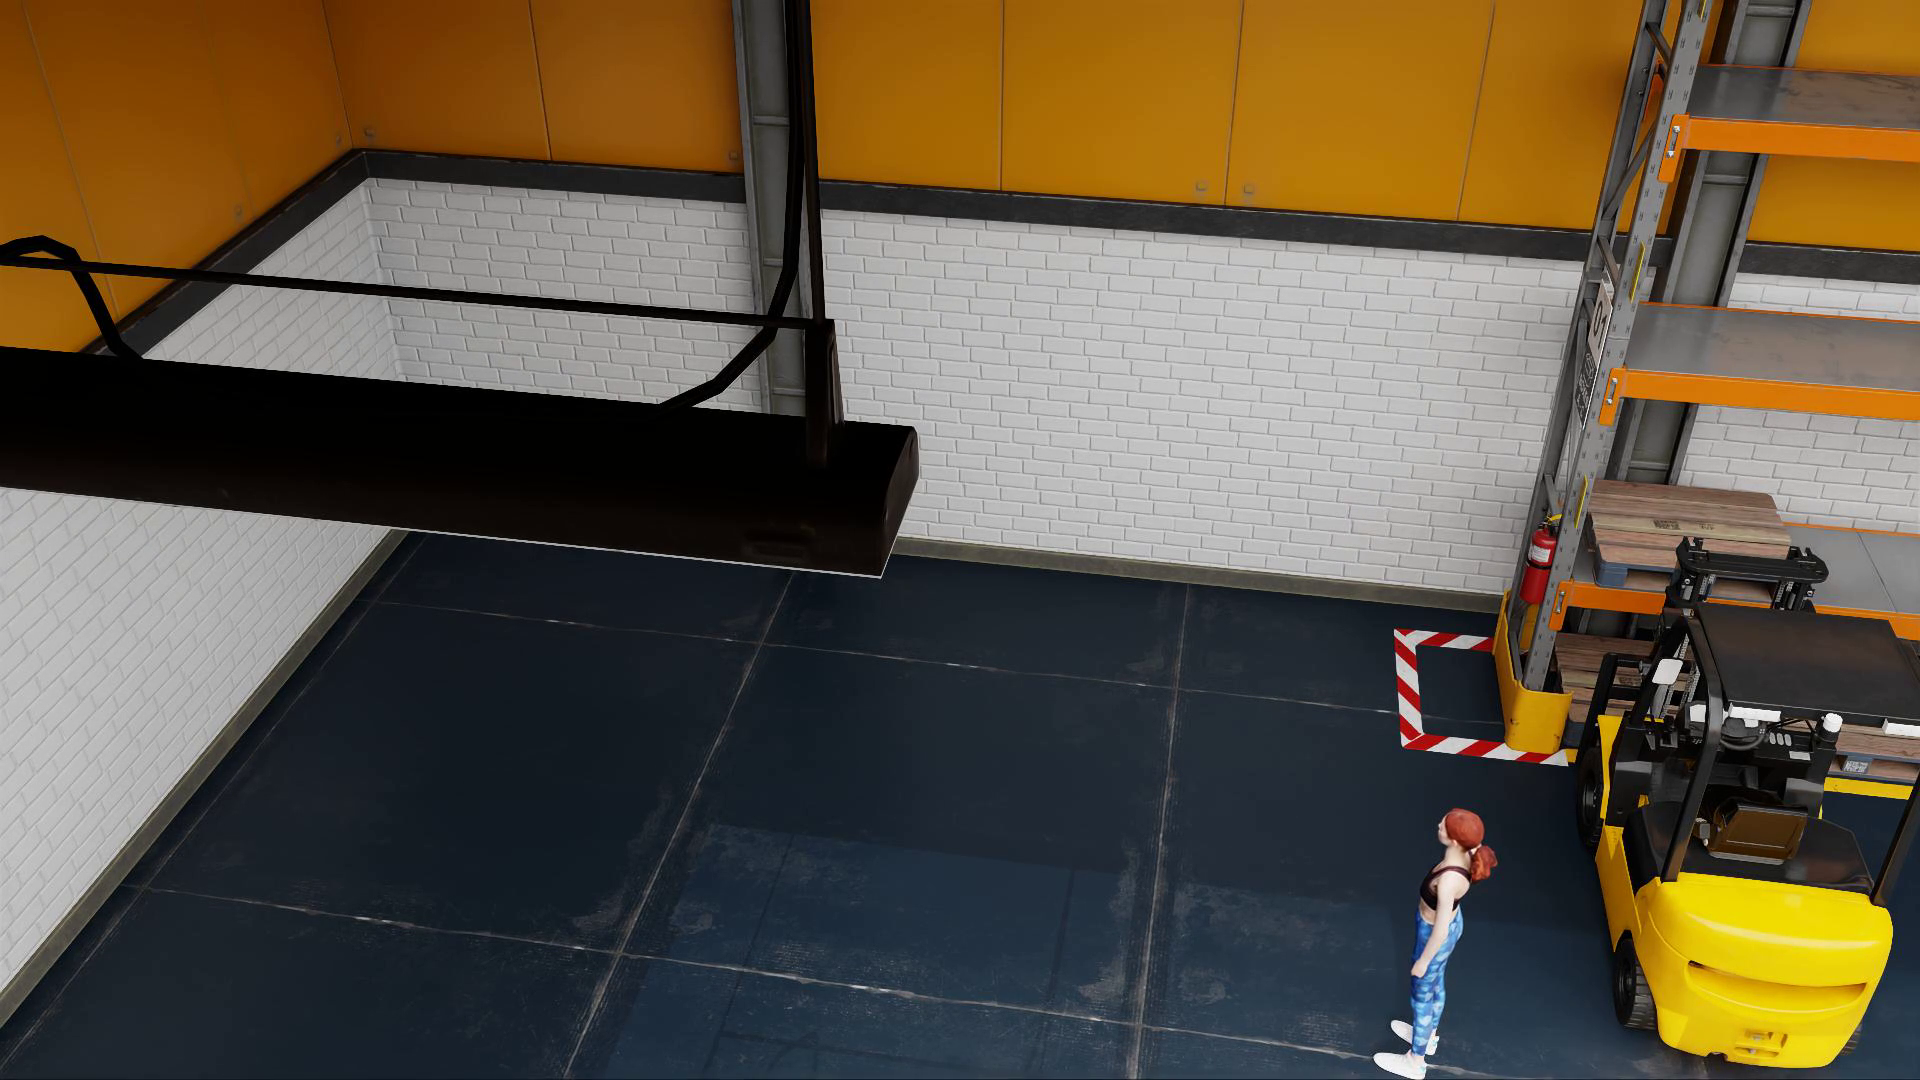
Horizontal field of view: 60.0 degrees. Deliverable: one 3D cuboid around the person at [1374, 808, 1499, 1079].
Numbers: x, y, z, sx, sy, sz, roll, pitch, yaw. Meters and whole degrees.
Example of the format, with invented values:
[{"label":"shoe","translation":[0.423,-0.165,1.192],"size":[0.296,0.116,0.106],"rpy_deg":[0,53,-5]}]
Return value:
[{"label":"person","translation":[2.424,2.052,8.483],"size":[0.694,1.785,0.664],"rpy_deg":[20,38,27]}]
